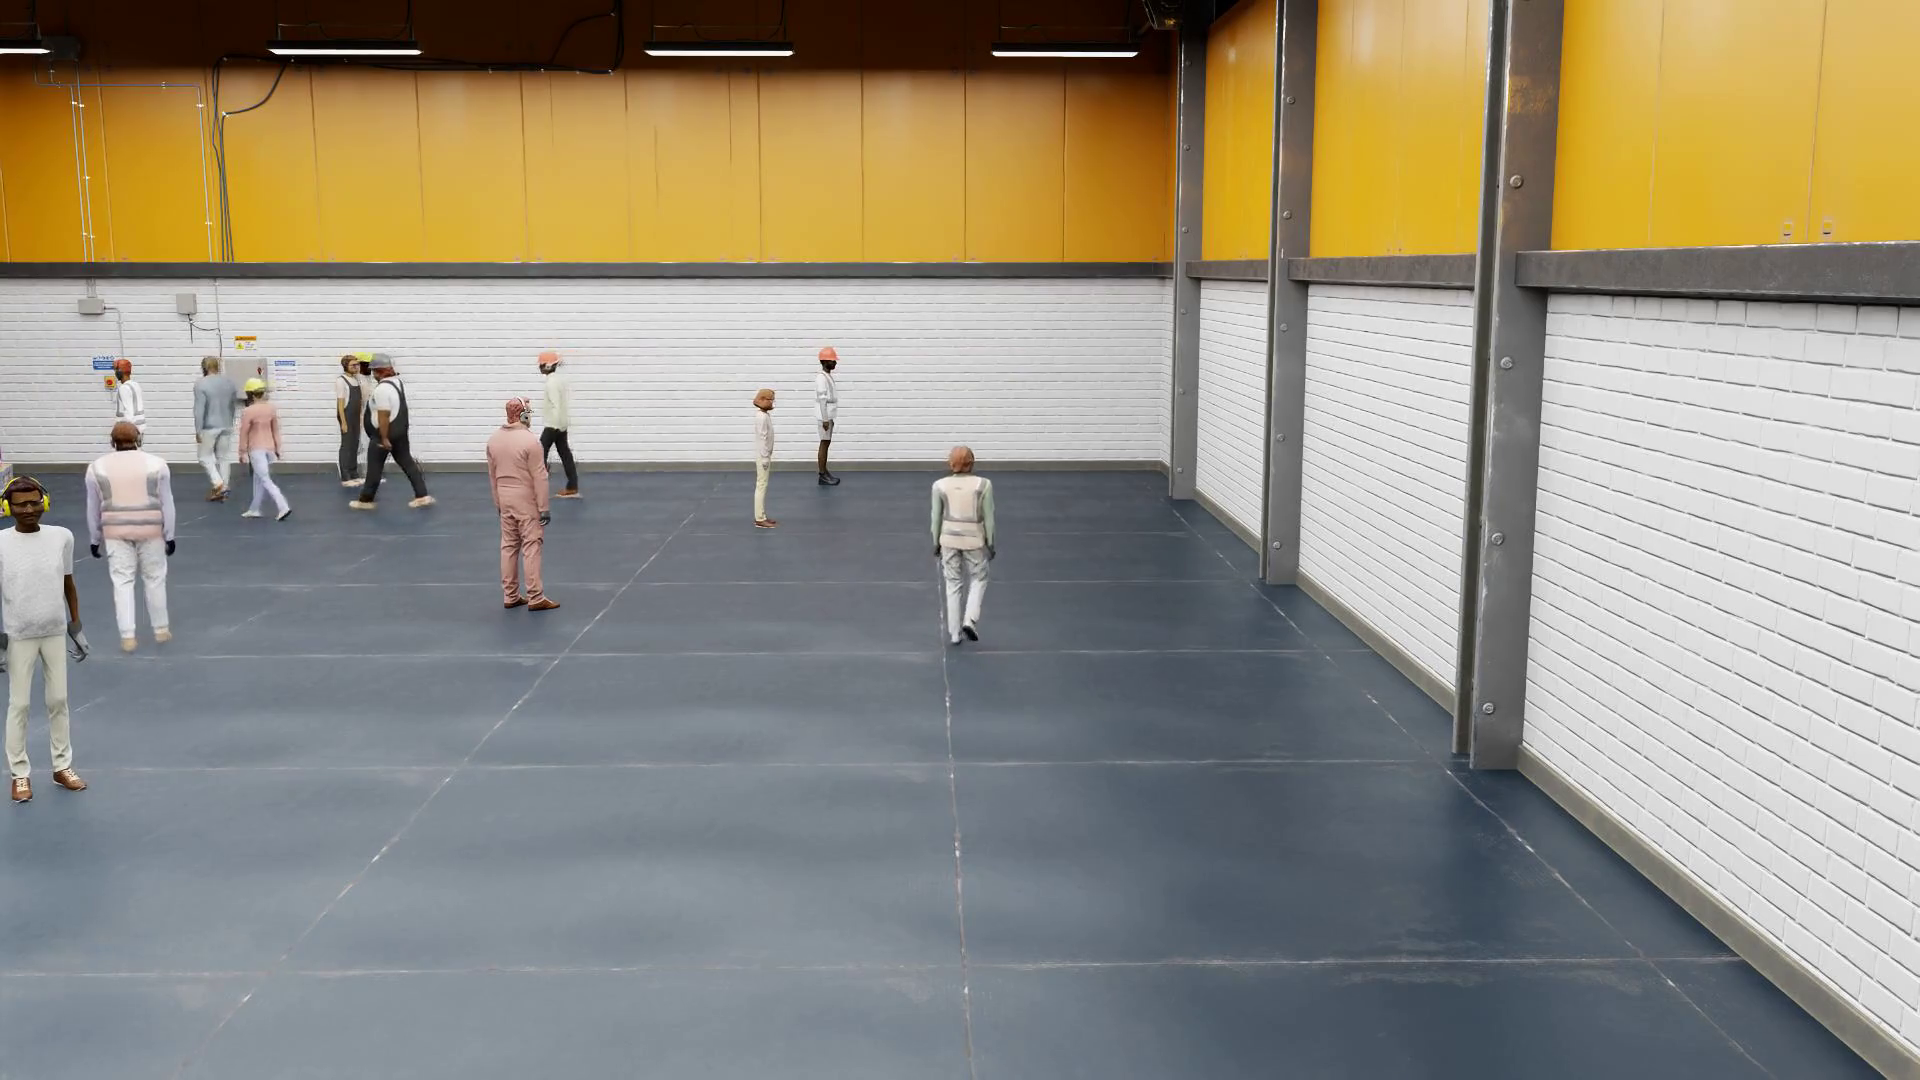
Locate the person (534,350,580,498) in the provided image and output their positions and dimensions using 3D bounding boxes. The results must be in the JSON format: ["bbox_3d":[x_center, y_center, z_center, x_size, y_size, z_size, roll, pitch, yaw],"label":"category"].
[{"bbox_3d":[-5.491,-1.518,21.979,0.935,1.951,0.642,-1,9,-4],"label":"person"}]

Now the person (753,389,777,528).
[{"bbox_3d":[-2.299,-0.967,19.603,0.273,1.631,0.507,-1,9,-6],"label":"person"}]

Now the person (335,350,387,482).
[{"bbox_3d":[-8.515,-1.748,23.574,0.625,1.903,0.603,1,9,9],"label":"person"}]

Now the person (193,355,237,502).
[{"bbox_3d":[-9.682,-1.437,21.629,0.436,1.912,0.661,5,11,29],"label":"person"}]

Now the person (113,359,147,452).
[{"bbox_3d":[-10.690,-1.391,21.439,0.359,1.882,0.575,-2,10,-13],"label":"person"}]

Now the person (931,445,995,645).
[{"bbox_3d":[0.023,0.042,13.433,0.537,1.621,0.363,2,9,11],"label":"person"}]

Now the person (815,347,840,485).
[{"bbox_3d":[-1.861,-1.744,23.433,0.359,1.939,0.543,0,9,2],"label":"person"}]

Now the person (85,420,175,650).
[{"bbox_3d":[-6.636,-0.048,13.357,0.626,1.845,0.429,-4,10,-23],"label":"person"}]

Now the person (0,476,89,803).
[{"bbox_3d":[-5.307,0.553,9.563,0.309,1.868,0.535,9,13,42],"label":"person"}]

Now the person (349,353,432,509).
[{"bbox_3d":[-7.204,-1.399,21.005,1.008,2.000,0.686,1,9,8],"label":"person"}]

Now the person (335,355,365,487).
[{"bbox_3d":[-8.502,-1.663,23.218,0.347,1.846,0.505,1,9,7],"label":"person"}]

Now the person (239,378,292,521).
[{"bbox_3d":[-8.413,-1.095,20.087,0.873,1.732,0.530,4,10,22],"label":"person"}]

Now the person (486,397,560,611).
[{"bbox_3d":[-3.882,-0.320,14.796,0.642,1.909,0.410,5,11,30],"label":"person"}]
